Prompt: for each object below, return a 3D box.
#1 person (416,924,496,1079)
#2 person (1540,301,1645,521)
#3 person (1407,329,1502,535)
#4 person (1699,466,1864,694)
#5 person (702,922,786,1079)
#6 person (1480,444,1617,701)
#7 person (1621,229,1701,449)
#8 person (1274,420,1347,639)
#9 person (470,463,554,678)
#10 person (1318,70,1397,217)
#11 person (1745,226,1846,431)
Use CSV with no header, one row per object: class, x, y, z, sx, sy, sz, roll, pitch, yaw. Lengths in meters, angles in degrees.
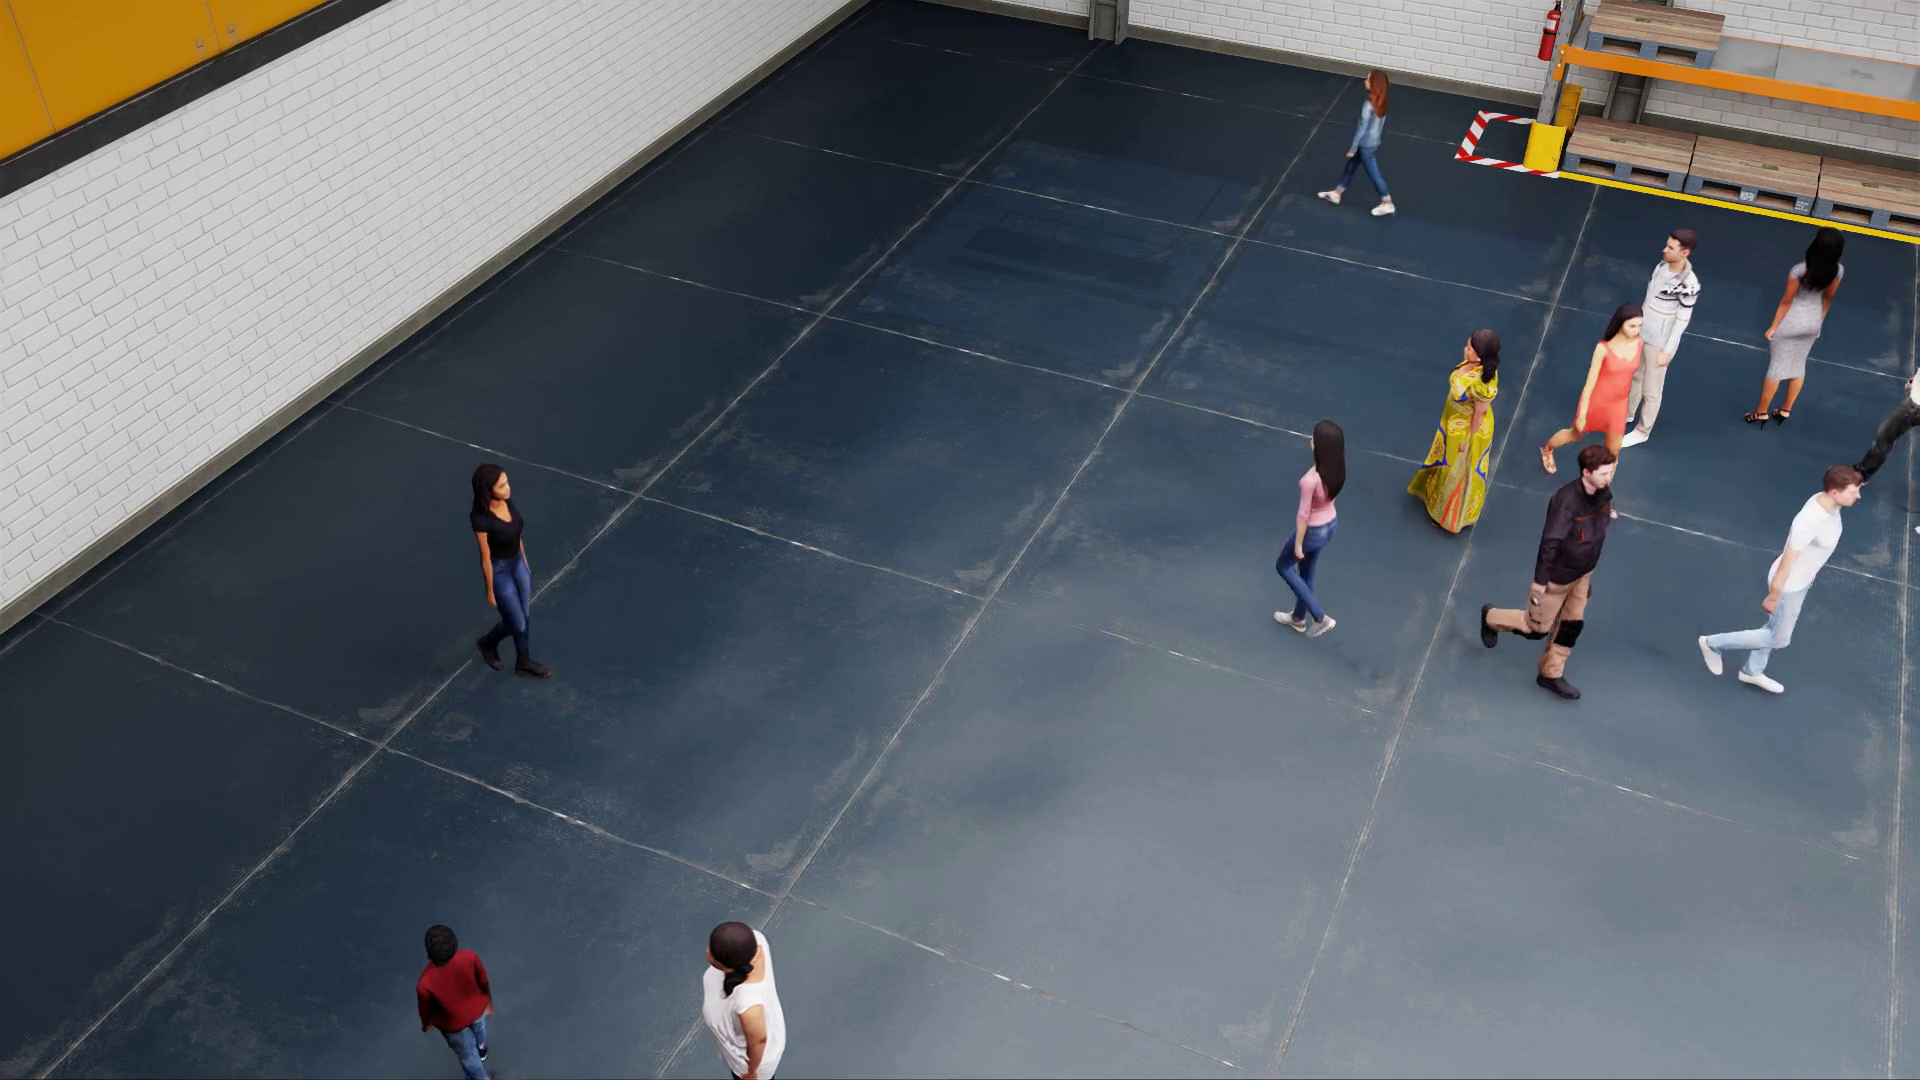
person,-2.521,2.443,8.501,0.718,1.243,0.598,28,46,31
person,4.781,-1.056,12.527,1.095,1.685,1.165,-13,40,-15
person,3.735,-0.841,12.277,0.948,1.660,0.971,1,39,1
person,5.297,0.233,10.794,0.890,1.834,0.772,26,45,28
person,-1.057,2.435,8.154,0.781,1.688,0.762,-4,39,-5
person,3.866,0.160,10.827,1.007,1.907,1.184,-26,45,-29
person,5.494,-1.618,13.089,0.765,1.862,0.770,-3,39,-4
person,2.440,-0.027,11.198,0.706,1.735,0.821,-31,48,-33
person,-3.059,0.223,10.892,0.770,1.728,0.633,10,40,12
person,4.044,-3.835,16.198,1.028,1.447,0.613,19,42,22
person,6.658,-1.674,13.224,0.612,1.781,0.720,-2,39,-3
